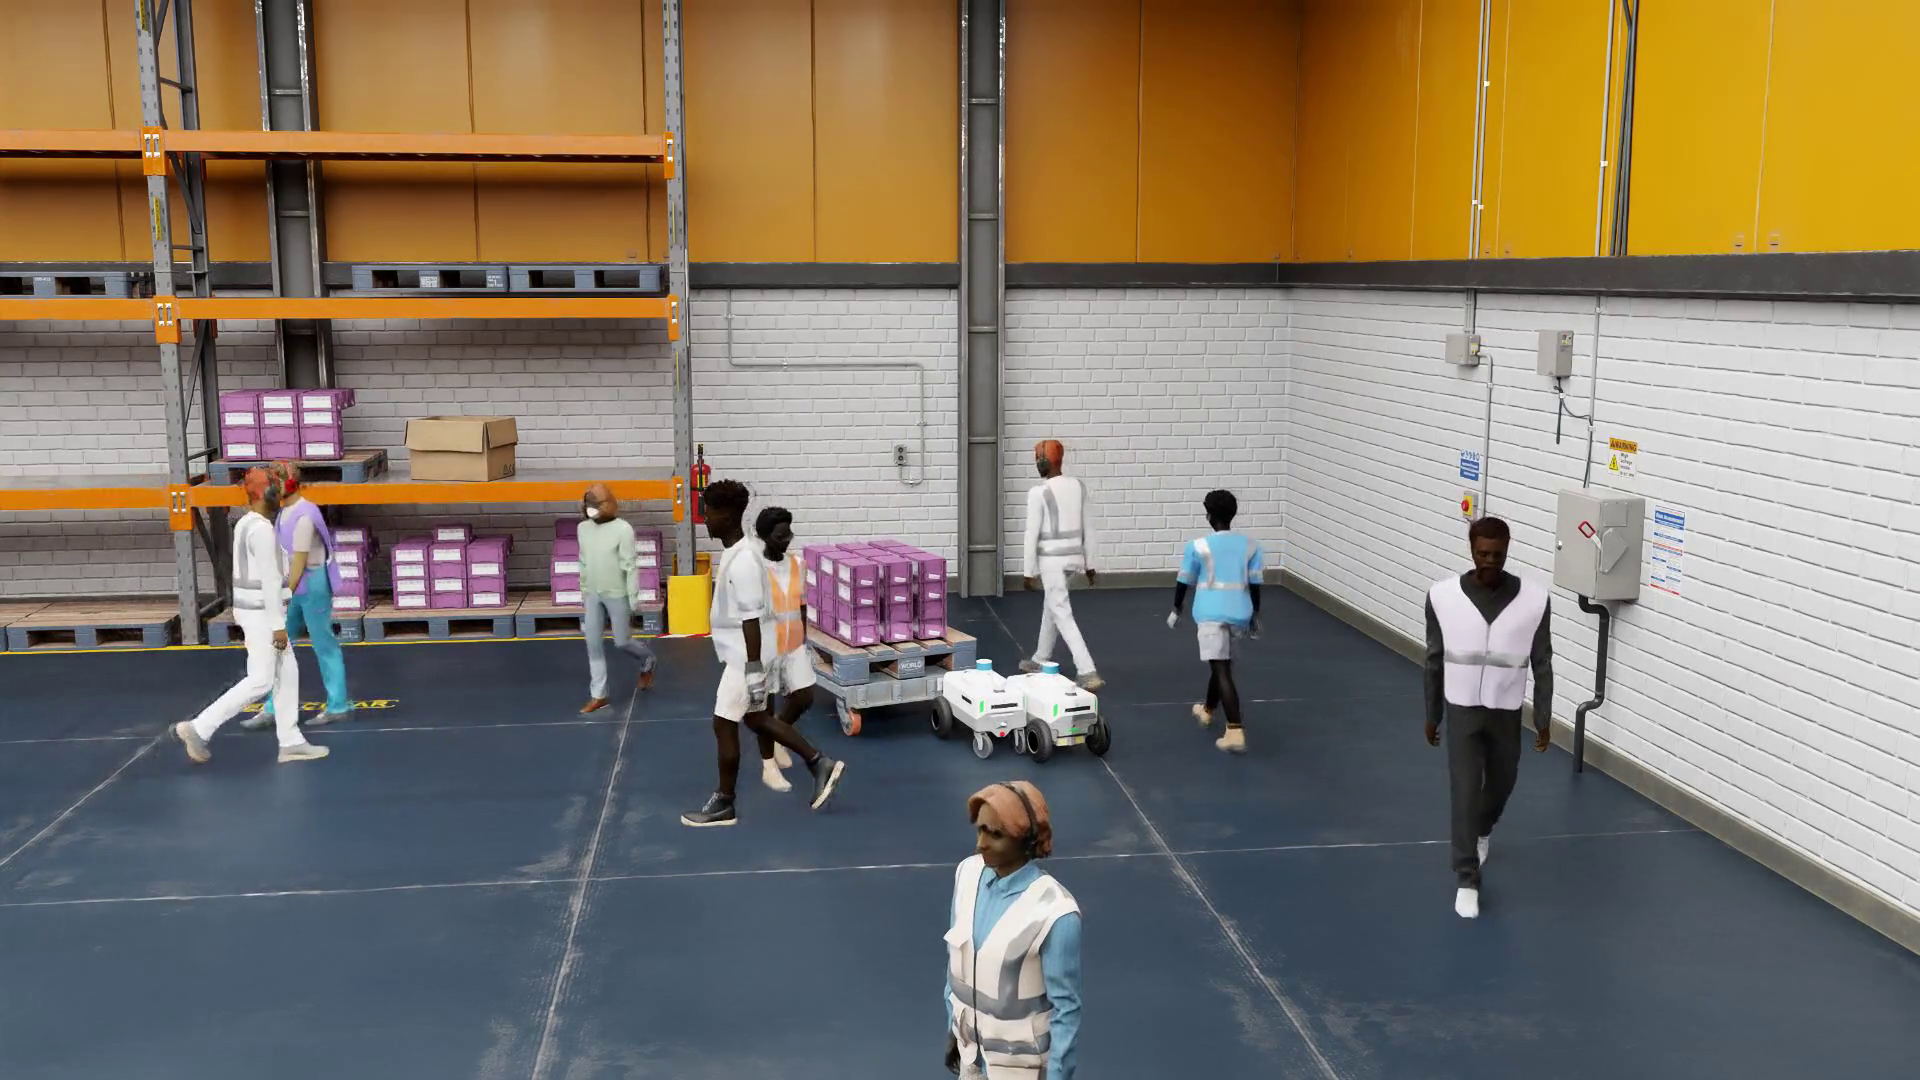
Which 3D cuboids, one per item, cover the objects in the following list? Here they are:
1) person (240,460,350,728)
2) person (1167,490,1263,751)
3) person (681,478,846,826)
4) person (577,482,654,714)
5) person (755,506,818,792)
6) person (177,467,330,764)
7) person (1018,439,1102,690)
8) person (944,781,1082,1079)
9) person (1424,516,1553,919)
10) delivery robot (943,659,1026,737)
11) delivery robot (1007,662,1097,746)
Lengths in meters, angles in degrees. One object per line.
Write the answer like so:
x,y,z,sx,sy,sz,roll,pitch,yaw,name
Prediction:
-4.439,0.378,10.960,0.797,1.809,0.562,-8,12,-40,person
1.679,0.503,10.743,0.541,1.640,0.910,-3,10,-17,person
-1.087,0.614,9.126,0.848,1.937,0.611,-1,9,-7,person
-2.408,0.373,11.634,0.513,1.606,0.630,4,10,26,person
-1.101,0.629,9.790,0.542,1.686,0.386,-8,12,-40,person
-4.362,0.487,10.170,0.801,1.859,0.592,-5,10,-26,person
0.741,0.173,12.213,0.598,1.835,0.984,-8,12,-40,person
0.139,1.470,4.701,0.308,1.639,0.511,-8,12,-40,person
2.562,0.801,8.119,0.602,1.890,0.882,2,9,12,person
0.154,1.009,10.656,0.477,0.478,0.707,-3,10,-20,delivery robot
0.574,1.022,10.572,0.477,0.478,0.707,-4,10,-25,delivery robot
